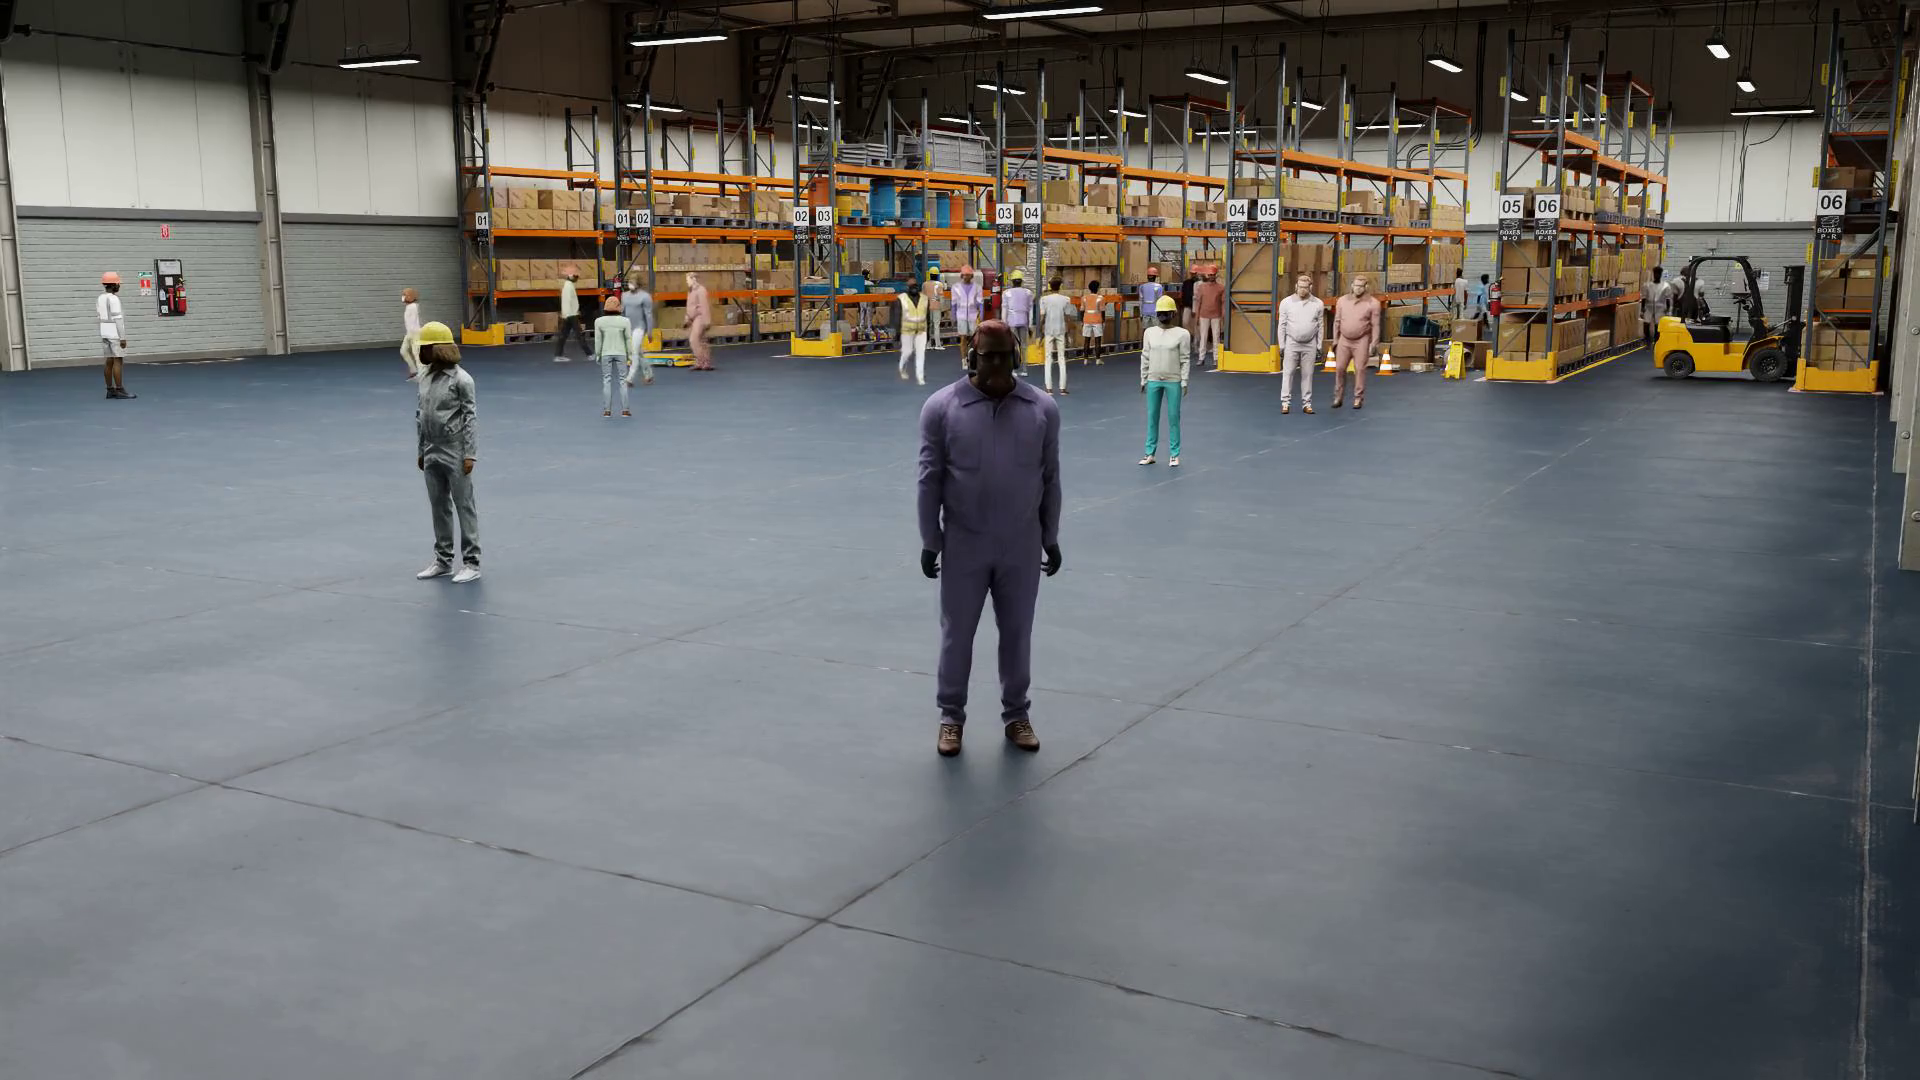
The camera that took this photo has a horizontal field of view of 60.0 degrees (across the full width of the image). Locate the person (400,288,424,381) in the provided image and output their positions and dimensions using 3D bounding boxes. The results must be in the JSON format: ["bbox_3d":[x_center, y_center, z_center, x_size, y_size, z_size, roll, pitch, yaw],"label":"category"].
[{"bbox_3d":[-9.537,-3.552,28.880,0.449,1.618,0.509,-6,11,-31],"label":"person"}]

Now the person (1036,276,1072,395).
[{"bbox_3d":[1.505,-3.210,26.185,0.607,1.855,0.298,-1,10,-4],"label":"person"}]

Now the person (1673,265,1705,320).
[{"bbox_3d":[17.425,-5.630,39.804,0.688,2.000,1.011,5,11,27],"label":"person"}]

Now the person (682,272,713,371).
[{"bbox_3d":[-5.033,-4.135,31.582,0.750,1.872,0.641,-4,11,-24],"label":"person"}]

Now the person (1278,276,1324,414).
[{"bbox_3d":[4.709,-2.684,22.970,0.636,1.902,0.406,0,10,0],"label":"person"}]

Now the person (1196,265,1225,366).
[{"bbox_3d":[4.991,-4.463,33.102,0.609,1.995,0.376,3,10,17],"label":"person"}]

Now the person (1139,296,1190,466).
[{"bbox_3d":[2.121,-1.645,17.269,0.523,1.769,0.317,4,11,23],"label":"person"}]

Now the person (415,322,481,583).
[{"bbox_3d":[-3.446,-0.582,11.115,0.492,1.742,0.324,5,11,28],"label":"person"}]

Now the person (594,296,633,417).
[{"bbox_3d":[-4.687,-2.479,22.545,0.508,1.632,0.271,-1,10,-6],"label":"person"}]

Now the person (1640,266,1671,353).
[{"bbox_3d":[15.536,-5.135,37.190,0.637,1.934,0.755,6,11,29],"label":"person"}]

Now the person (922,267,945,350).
[{"bbox_3d":[-0.613,-5.366,38.582,0.586,1.928,0.369,6,11,32],"label":"person"}]

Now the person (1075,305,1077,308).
[{"bbox_3d":[3.406,-6.448,45.170,0.636,1.842,0.429,7,12,35],"label":"person"}]

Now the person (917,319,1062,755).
[{"bbox_3d":[0.140,-0.006,7.275,0.652,1.904,0.403,-2,10,-10],"label":"person"}]

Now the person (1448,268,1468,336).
[{"bbox_3d":[13.319,-6.340,44.499,0.510,1.860,0.333,2,10,12],"label":"person"}]

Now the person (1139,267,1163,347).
[{"bbox_3d":[4.093,-4.855,35.553,0.545,1.942,0.349,5,11,25],"label":"person"}]

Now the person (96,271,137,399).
[{"bbox_3d":[-12.907,-3.119,25.396,0.544,1.939,0.364,7,12,35],"label":"person"}]

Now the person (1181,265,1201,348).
[{"bbox_3d":[5.436,-5.472,39.085,0.648,1.962,0.828,5,11,28],"label":"person"}]

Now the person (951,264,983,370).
[{"bbox_3d":[0.135,-4.256,31.786,0.610,2.031,0.489,-1,10,-3],"label":"person"}]

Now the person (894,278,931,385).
[{"bbox_3d":[-0.818,-3.561,28.365,0.639,1.824,0.672,-3,10,-18],"label":"person"}]

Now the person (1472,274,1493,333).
[{"bbox_3d":[14.737,-6.633,46.766,0.833,1.651,0.549,4,11,23],"label":"person"}]

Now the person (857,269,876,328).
[{"bbox_3d":[-2.280,-5.689,40.648,0.513,1.872,0.328,4,11,23],"label":"person"}]

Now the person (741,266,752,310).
[{"bbox_3d":[-5.622,-6.400,44.722,0.570,1.891,0.941,6,11,30],"label":"person"}]

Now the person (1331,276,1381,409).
[{"bbox_3d":[5.661,-2.829,23.824,0.686,1.897,0.424,5,11,27],"label":"person"}]

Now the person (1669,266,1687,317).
[{"bbox_3d":[18.160,-5.915,41.808,0.664,1.923,0.485,4,10,21],"label":"person"}]

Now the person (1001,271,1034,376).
[{"bbox_3d":[1.031,-3.894,30.106,0.577,1.892,0.738,-2,10,-14],"label":"person"}]

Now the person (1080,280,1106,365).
[{"bbox_3d":[2.659,-4.333,33.211,0.537,1.695,0.320,5,11,26],"label":"person"}]

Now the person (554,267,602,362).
[{"bbox_3d":[-7.914,-4.636,34.240,1.010,1.939,0.631,-2,10,-13],"label":"person"}]

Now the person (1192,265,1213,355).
[{"bbox_3d":[5.481,-5.091,36.818,0.597,1.997,1.057,8,12,37],"label":"person"}]

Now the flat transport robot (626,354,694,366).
[{"bbox_3d":[-5.934,-3.591,33.035,1.431,0.197,0.652,2,10,13],"label":"flat transport robot"}]

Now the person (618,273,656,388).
[{"bbox_3d":[-5.367,-3.489,27.687,0.629,1.904,0.991,6,12,32],"label":"person"}]
